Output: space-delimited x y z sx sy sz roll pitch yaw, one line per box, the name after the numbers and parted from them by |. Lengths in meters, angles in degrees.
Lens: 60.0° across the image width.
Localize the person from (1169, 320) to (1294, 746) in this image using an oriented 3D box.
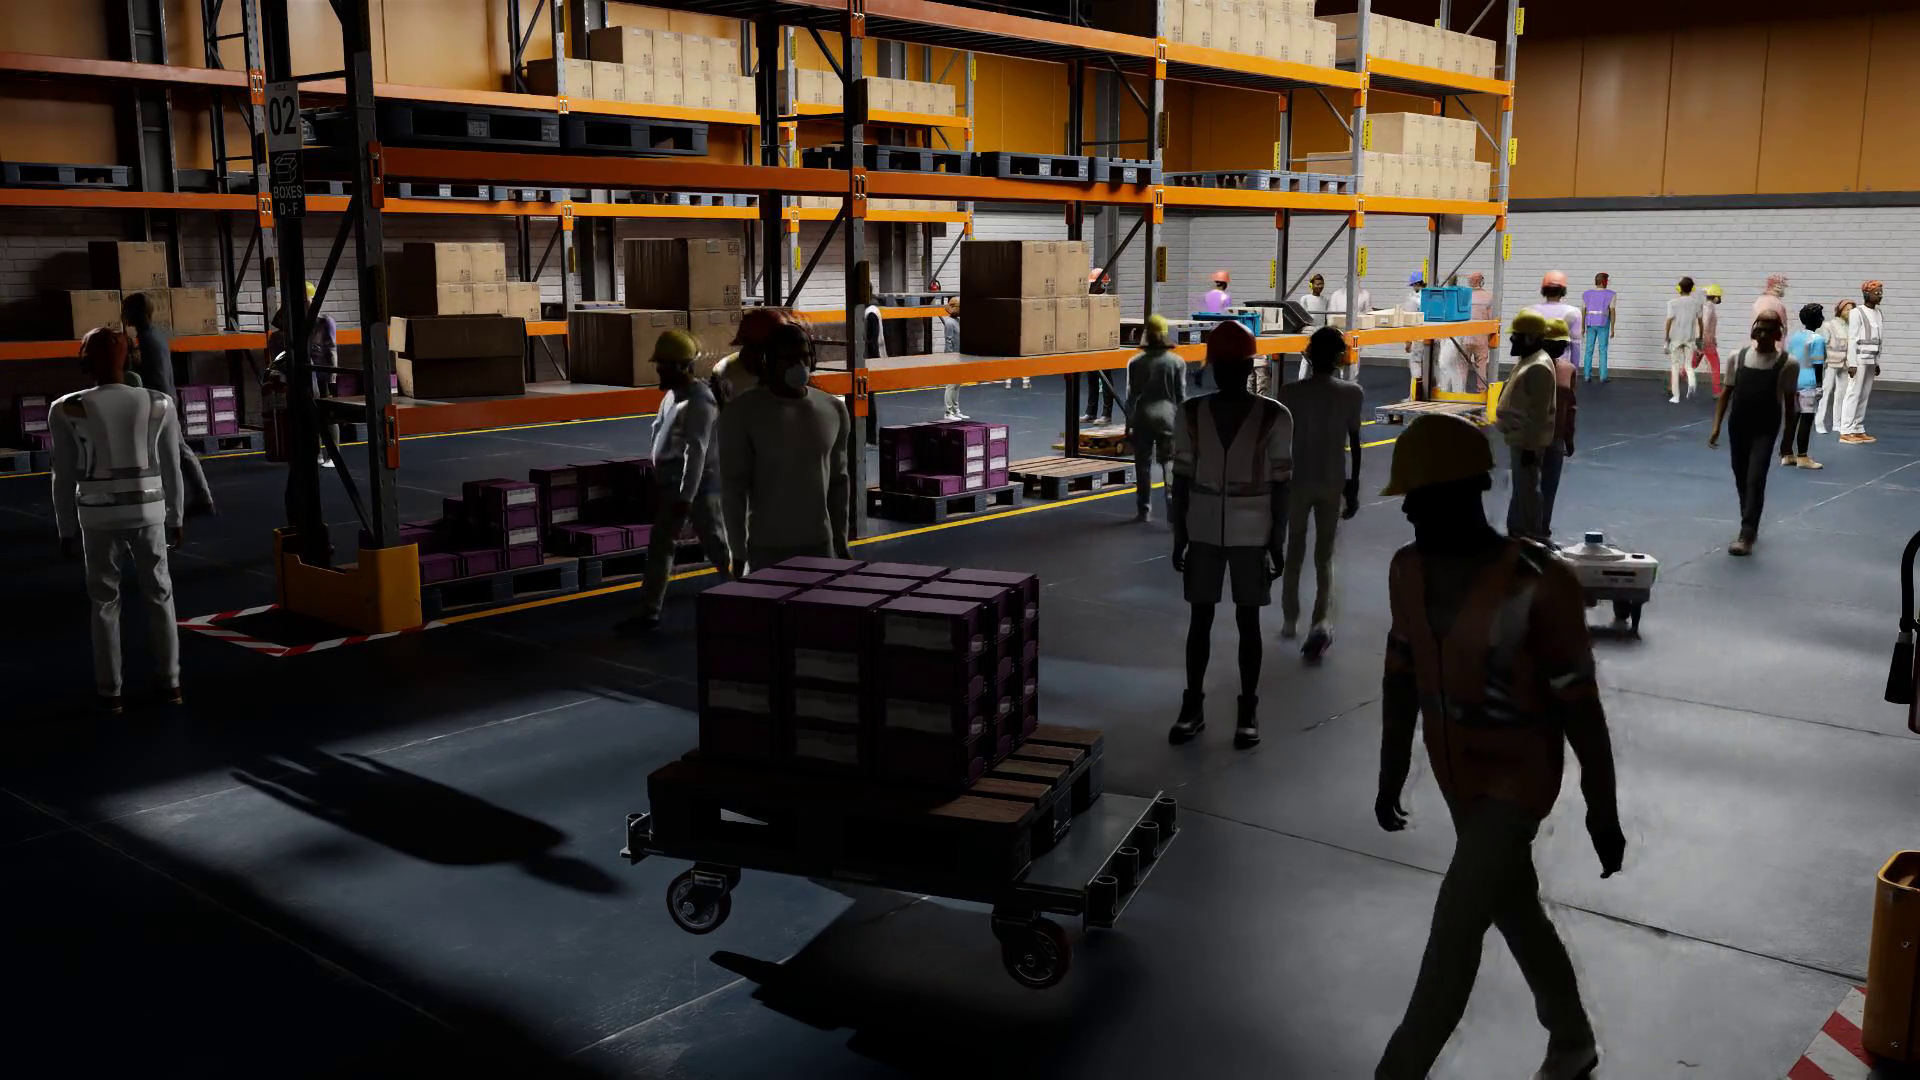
1.218 -0.025 7.539 0.547 1.938 0.379 4 11 19 | person

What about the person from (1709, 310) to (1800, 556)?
5.952 -0.817 12.458 0.930 1.809 0.526 -10 14 -44 | person

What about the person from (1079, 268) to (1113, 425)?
1.772 -2.473 21.317 0.376 1.995 0.608 -8 12 -37 | person

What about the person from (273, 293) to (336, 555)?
-4.823 -0.846 12.227 0.378 1.932 0.551 -5 11 -28 | person

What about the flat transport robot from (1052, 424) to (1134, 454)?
1.713 -1.134 18.599 0.652 0.197 1.431 8 13 40 | flat transport robot

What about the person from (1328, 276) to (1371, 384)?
6.139 -3.282 26.288 0.638 1.862 0.996 4 11 22 | person

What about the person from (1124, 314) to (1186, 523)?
1.593 -0.972 13.542 0.501 1.726 0.665 0 10 -2 | person

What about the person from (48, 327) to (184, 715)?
-4.075 -0.090 8.090 0.577 1.879 0.350 -8 12 -37 | person

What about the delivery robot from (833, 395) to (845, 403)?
-1.699 -1.646 20.440 0.707 0.478 0.477 -7 12 -36 | delivery robot

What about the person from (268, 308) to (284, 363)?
-7.232 -1.683 17.877 0.504 1.626 0.284 7 12 36 | person

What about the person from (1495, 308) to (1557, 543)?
4.018 -0.728 11.845 0.403 1.830 0.598 2 10 12 | person

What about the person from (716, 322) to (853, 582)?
-0.744 0.026 7.251 0.627 1.941 0.374 -6 12 -32 | person

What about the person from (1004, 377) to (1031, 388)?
0.918 -3.435 26.797 0.622 1.991 0.389 1 10 4 | person

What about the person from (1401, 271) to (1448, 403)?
6.754 -2.915 24.052 0.769 1.919 0.574 -7 12 -33 | person

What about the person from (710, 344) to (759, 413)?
-1.313 -0.566 10.930 0.626 1.836 0.428 1 10 8 | person

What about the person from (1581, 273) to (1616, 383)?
10.716 -3.563 27.962 0.565 1.841 0.396 8 13 38 | person

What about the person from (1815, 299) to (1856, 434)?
10.696 -2.106 20.249 0.523 1.636 0.310 -1 10 -7 | person

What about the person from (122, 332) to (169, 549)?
-6.183 -0.727 12.406 0.500 1.633 0.279 7 12 35 | person

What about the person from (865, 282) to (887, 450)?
-1.052 -1.968 18.697 0.448 1.910 0.624 -3 10 -14 | person

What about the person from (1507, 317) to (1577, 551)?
4.277 -0.741 12.144 0.522 1.758 0.350 -4 11 -22 | person

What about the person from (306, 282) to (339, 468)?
-6.660 -1.693 17.109 0.588 1.919 0.402 4 11 21 | person

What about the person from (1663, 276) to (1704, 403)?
10.522 -2.894 24.146 0.525 1.856 0.578 2 10 9 | person

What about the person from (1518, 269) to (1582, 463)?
6.140 -1.796 17.365 0.632 2.040 0.445 4 11 24 | person

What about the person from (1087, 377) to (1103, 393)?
2.159 -3.159 25.899 0.327 1.760 0.524 -1 10 -8 | person

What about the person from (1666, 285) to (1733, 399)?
11.124 -2.970 24.928 0.915 1.716 0.515 3 10 16 | person

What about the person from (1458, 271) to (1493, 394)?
7.608 -3.011 24.631 0.643 1.910 0.400 6 11 29 | person

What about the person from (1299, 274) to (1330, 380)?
5.305 -3.032 24.858 0.515 1.872 0.333 -4 11 -23 | person

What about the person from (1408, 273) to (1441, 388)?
6.910 -3.035 24.568 0.622 1.969 1.099 5 11 28 | person

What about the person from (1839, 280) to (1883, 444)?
10.474 -2.057 19.266 0.586 1.882 0.340 -7 12 -34 | person

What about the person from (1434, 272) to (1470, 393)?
6.844 -2.820 23.528 0.828 1.905 0.656 -3 10 -18 | person

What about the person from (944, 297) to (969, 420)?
-0.064 -2.370 21.793 0.290 1.623 0.507 3 10 17 | person

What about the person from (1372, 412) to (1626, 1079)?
1.339 0.601 4.232 0.996 1.852 0.656 -5 11 -24 | person

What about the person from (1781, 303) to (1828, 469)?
8.683 -1.578 17.063 0.318 1.699 0.536 -1 10 -4 | person

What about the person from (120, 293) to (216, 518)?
-6.725 -1.084 13.713 1.037 1.882 0.651 -5 11 -24 | person

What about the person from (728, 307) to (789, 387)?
-0.831 -0.142 8.102 0.606 1.977 0.615 -4 11 -19 | person

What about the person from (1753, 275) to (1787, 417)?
10.860 -2.590 22.280 0.393 1.899 0.663 1 10 4 | person

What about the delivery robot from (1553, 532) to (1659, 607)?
3.788 0.194 9.965 0.707 0.478 0.477 2 10 10 | delivery robot

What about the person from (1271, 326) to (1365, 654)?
1.999 -0.292 9.394 0.537 1.833 0.858 2 10 9 | person

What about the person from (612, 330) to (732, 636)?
-1.551 -0.331 9.721 0.922 1.792 0.601 -6 12 -30 | person

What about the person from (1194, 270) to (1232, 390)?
4.048 -3.322 26.383 0.656 1.916 0.557 -10 14 -44 | person

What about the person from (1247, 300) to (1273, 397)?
3.654 -2.100 20.228 0.312 1.634 0.513 -5 11 -29 | person
